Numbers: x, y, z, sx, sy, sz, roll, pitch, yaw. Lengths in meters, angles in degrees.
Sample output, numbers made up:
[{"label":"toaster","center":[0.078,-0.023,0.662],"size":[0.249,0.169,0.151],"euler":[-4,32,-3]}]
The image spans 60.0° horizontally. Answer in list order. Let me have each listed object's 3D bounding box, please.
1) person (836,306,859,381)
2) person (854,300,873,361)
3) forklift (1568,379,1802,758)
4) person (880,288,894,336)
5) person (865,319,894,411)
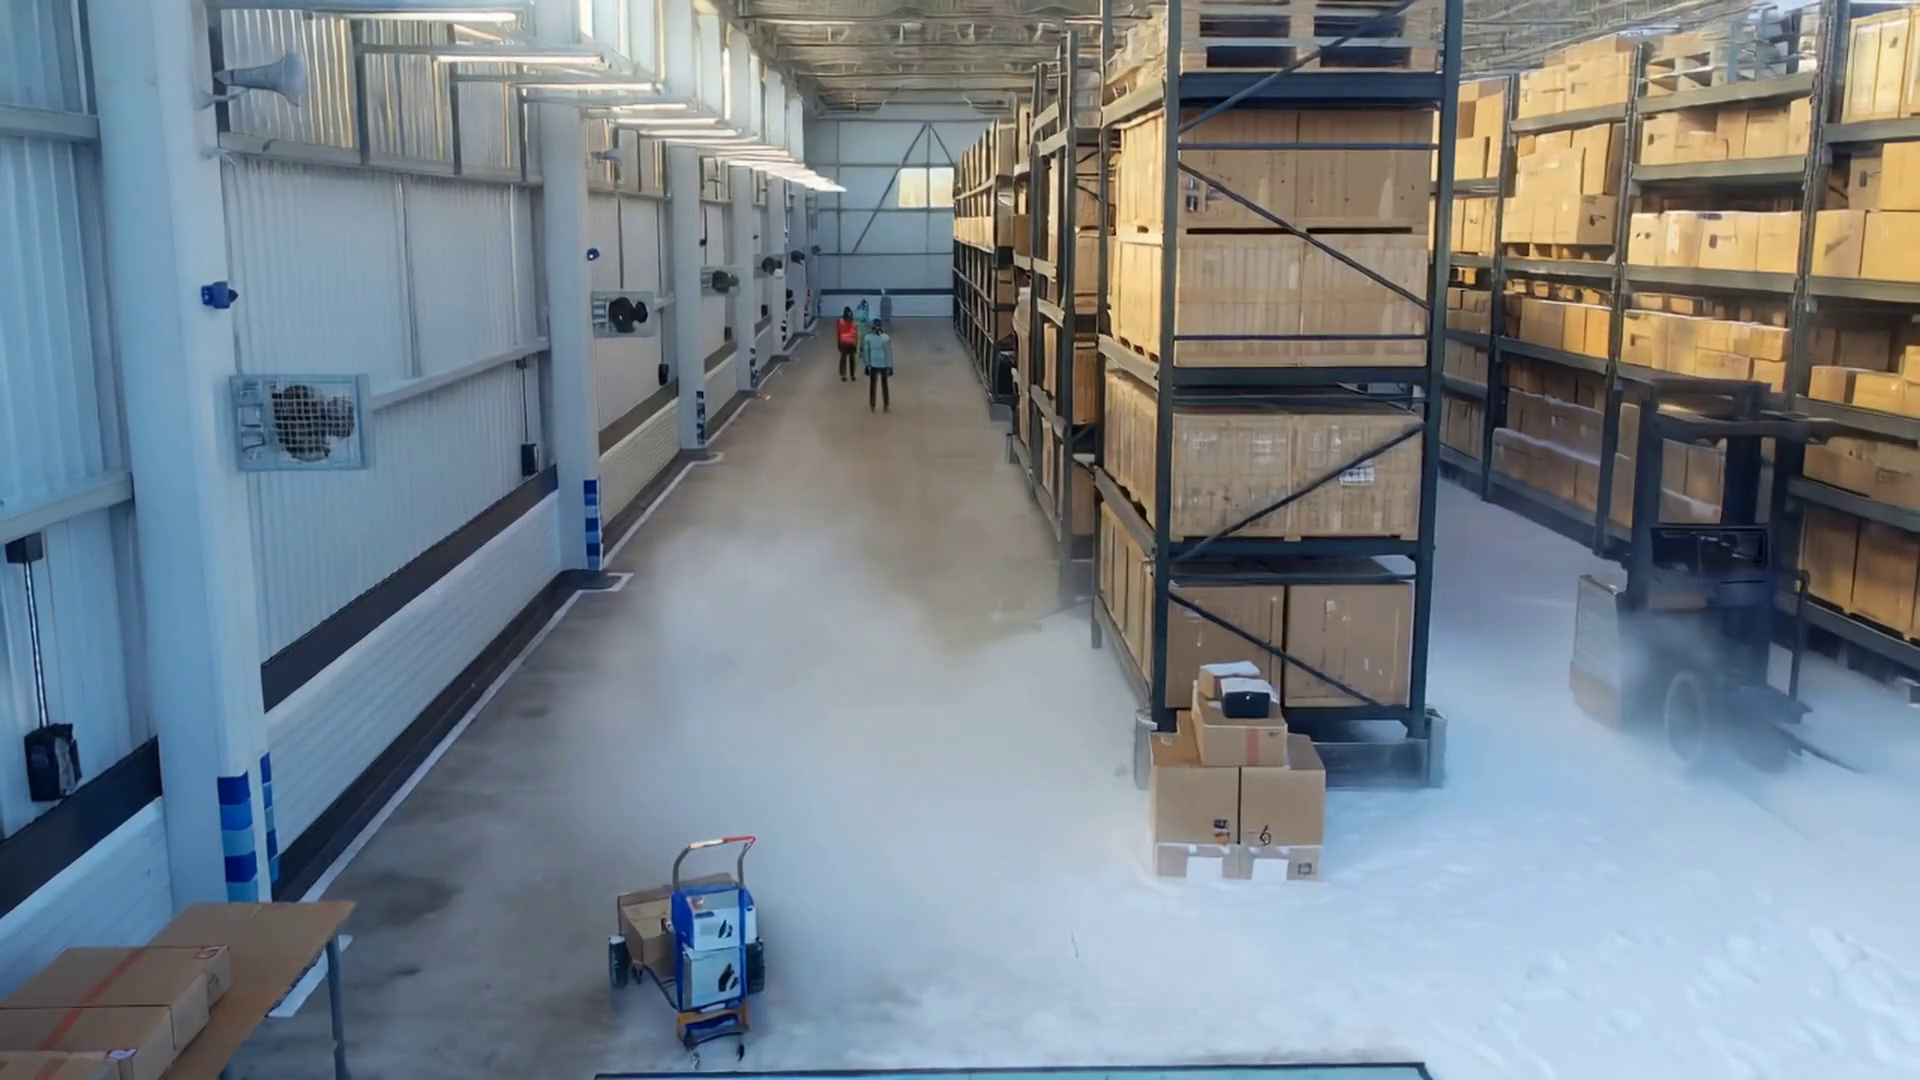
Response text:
[{"label":"person","center":[-2.873,-5.015,42.477],"size":[0.586,1.913,0.397],"euler":[-6,12,-27]},{"label":"person","center":[-2.789,-6.011,47.886],"size":[0.581,1.822,0.715],"euler":[-2,11,-9]},{"label":"forklift","center":[5.790,0.117,13.243],"size":[1.129,2.768,1.873],"euler":[0,11,-2]},{"label":"person","center":[-2.657,-8.034,58.728],"size":[0.506,1.691,0.905],"euler":[9,14,38]},{"label":"person","center":[-1.734,-3.741,35.658],"size":[0.621,1.986,0.409],"euler":[-2,11,-8]}]
